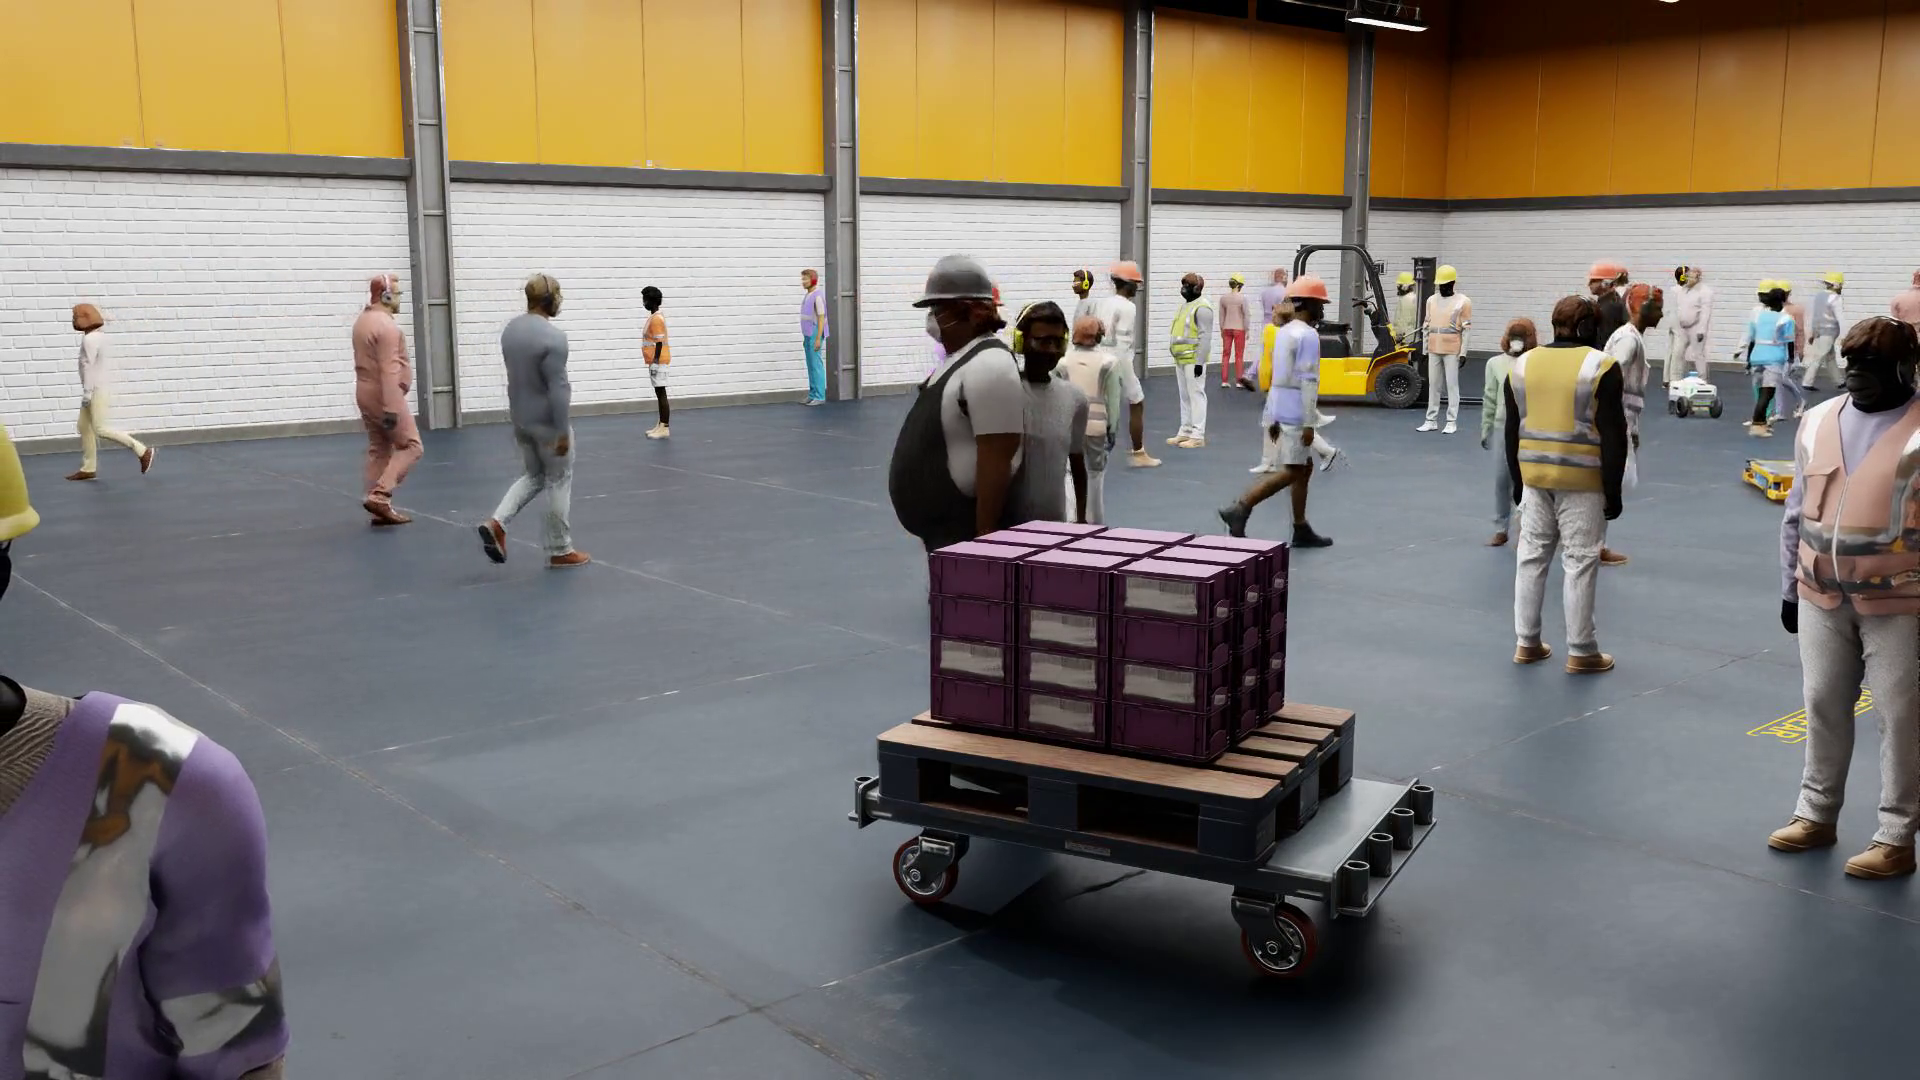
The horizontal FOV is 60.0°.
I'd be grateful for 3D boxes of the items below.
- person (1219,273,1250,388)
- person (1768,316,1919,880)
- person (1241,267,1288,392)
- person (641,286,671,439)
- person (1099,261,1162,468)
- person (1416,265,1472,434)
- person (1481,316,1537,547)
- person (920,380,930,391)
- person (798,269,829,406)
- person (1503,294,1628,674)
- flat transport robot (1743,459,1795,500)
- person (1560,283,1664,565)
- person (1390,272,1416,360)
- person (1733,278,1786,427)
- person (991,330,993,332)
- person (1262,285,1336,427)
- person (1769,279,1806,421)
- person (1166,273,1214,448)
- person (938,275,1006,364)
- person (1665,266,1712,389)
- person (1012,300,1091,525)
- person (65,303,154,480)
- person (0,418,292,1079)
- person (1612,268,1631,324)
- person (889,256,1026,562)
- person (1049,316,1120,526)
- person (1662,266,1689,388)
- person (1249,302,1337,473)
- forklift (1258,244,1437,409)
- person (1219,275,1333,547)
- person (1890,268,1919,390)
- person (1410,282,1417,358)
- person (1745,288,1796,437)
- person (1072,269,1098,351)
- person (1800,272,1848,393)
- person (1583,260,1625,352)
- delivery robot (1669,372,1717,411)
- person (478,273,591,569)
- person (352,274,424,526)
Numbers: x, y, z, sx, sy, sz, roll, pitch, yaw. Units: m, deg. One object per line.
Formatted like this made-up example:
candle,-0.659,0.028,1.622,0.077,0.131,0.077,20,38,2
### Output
person,4.223,-3.206,25.537,0.522,1.761,0.321,8,12,39
person,2.976,0.187,5.474,0.432,1.836,0.618,-6,11,-31
person,4.668,-3.128,24.788,0.920,1.861,0.651,-3,10,-19
person,-3.376,-1.971,18.494,0.320,1.693,0.531,-2,10,-11
person,1.399,-1.644,15.755,1.041,1.994,0.620,-4,11,-23
person,5.539,-2.175,19.033,0.377,1.918,0.585,-9,13,-43
person,3.920,-0.759,11.622,0.532,1.614,0.466,7,12,36
person,-0.139,-2.679,21.992,0.703,1.922,0.564,-4,10,-22
person,-1.975,-2.729,22.490,0.375,1.841,0.575,-4,10,-22
person,2.968,-0.272,8.134,0.430,1.838,0.619,-8,12,-39
flat transport robot,7.129,-0.511,14.105,0.652,0.197,1.431,3,10,15
person,4.277,-0.760,10.946,0.595,1.844,0.606,3,10,16
person,6.354,-2.885,23.516,0.779,1.810,0.599,4,11,23
person,9.487,-2.209,19.700,0.379,1.762,0.541,-2,10,-12
person,0.177,-2.226,19.463,0.986,1.881,0.647,2,10,9
person,3.974,-2.154,19.518,0.877,1.694,0.511,0,10,2
person,10.091,-2.321,20.400,0.462,1.741,0.540,-3,10,-18
person,2.436,-1.900,17.640,0.429,1.846,0.629,-3,10,-15
person,0.111,-0.584,9.715,0.657,1.913,0.546,-7,12,-35
person,10.992,-3.166,24.995,0.778,1.865,0.664,-4,11,-24
person,0.271,-0.050,6.782,0.568,1.857,0.675,-2,10,-11
person,-7.747,-1.336,15.035,0.674,1.605,0.499,-5,11,-26
person,-0.974,0.785,1.675,0.589,1.928,0.384,0,10,-1
person,9.576,-3.020,24.196,0.506,1.846,0.346,3,10,15
person,-0.014,-0.111,6.589,0.538,2.000,0.746,-1,10,-8
person,0.861,-0.764,11.678,0.525,1.601,0.821,1,10,6
person,10.982,-3.241,25.414,0.322,1.871,0.527,0,10,1
person,3.102,-1.396,15.381,0.729,1.611,0.525,0,10,0
forklift,5.256,-2.933,22.661,2.313,2.155,1.214,3,10,16
person,2.185,-0.862,11.415,0.804,1.902,0.579,-2,10,-9
person,11.884,-2.441,20.677,0.648,1.894,0.483,5,11,28
person,7.716,-3.646,28.574,0.814,1.593,0.531,-6,11,-32
person,9.069,-1.984,18.680,0.557,1.679,0.553,-5,11,-25
person,1.383,-2.097,18.712,0.326,1.874,0.519,-2,10,-13
person,12.911,-3.057,24.581,0.929,1.779,0.624,0,10,-3
person,5.887,-1.613,15.556,0.672,1.975,0.646,1,10,8
delivery robot,9.243,-1.876,20.975,0.477,0.478,0.707,1,9,1
person,-2.730,-0.740,10.625,0.641,1.920,0.655,8,12,39
person,-4.277,-1.034,12.429,0.411,1.891,0.653,-8,13,-40
